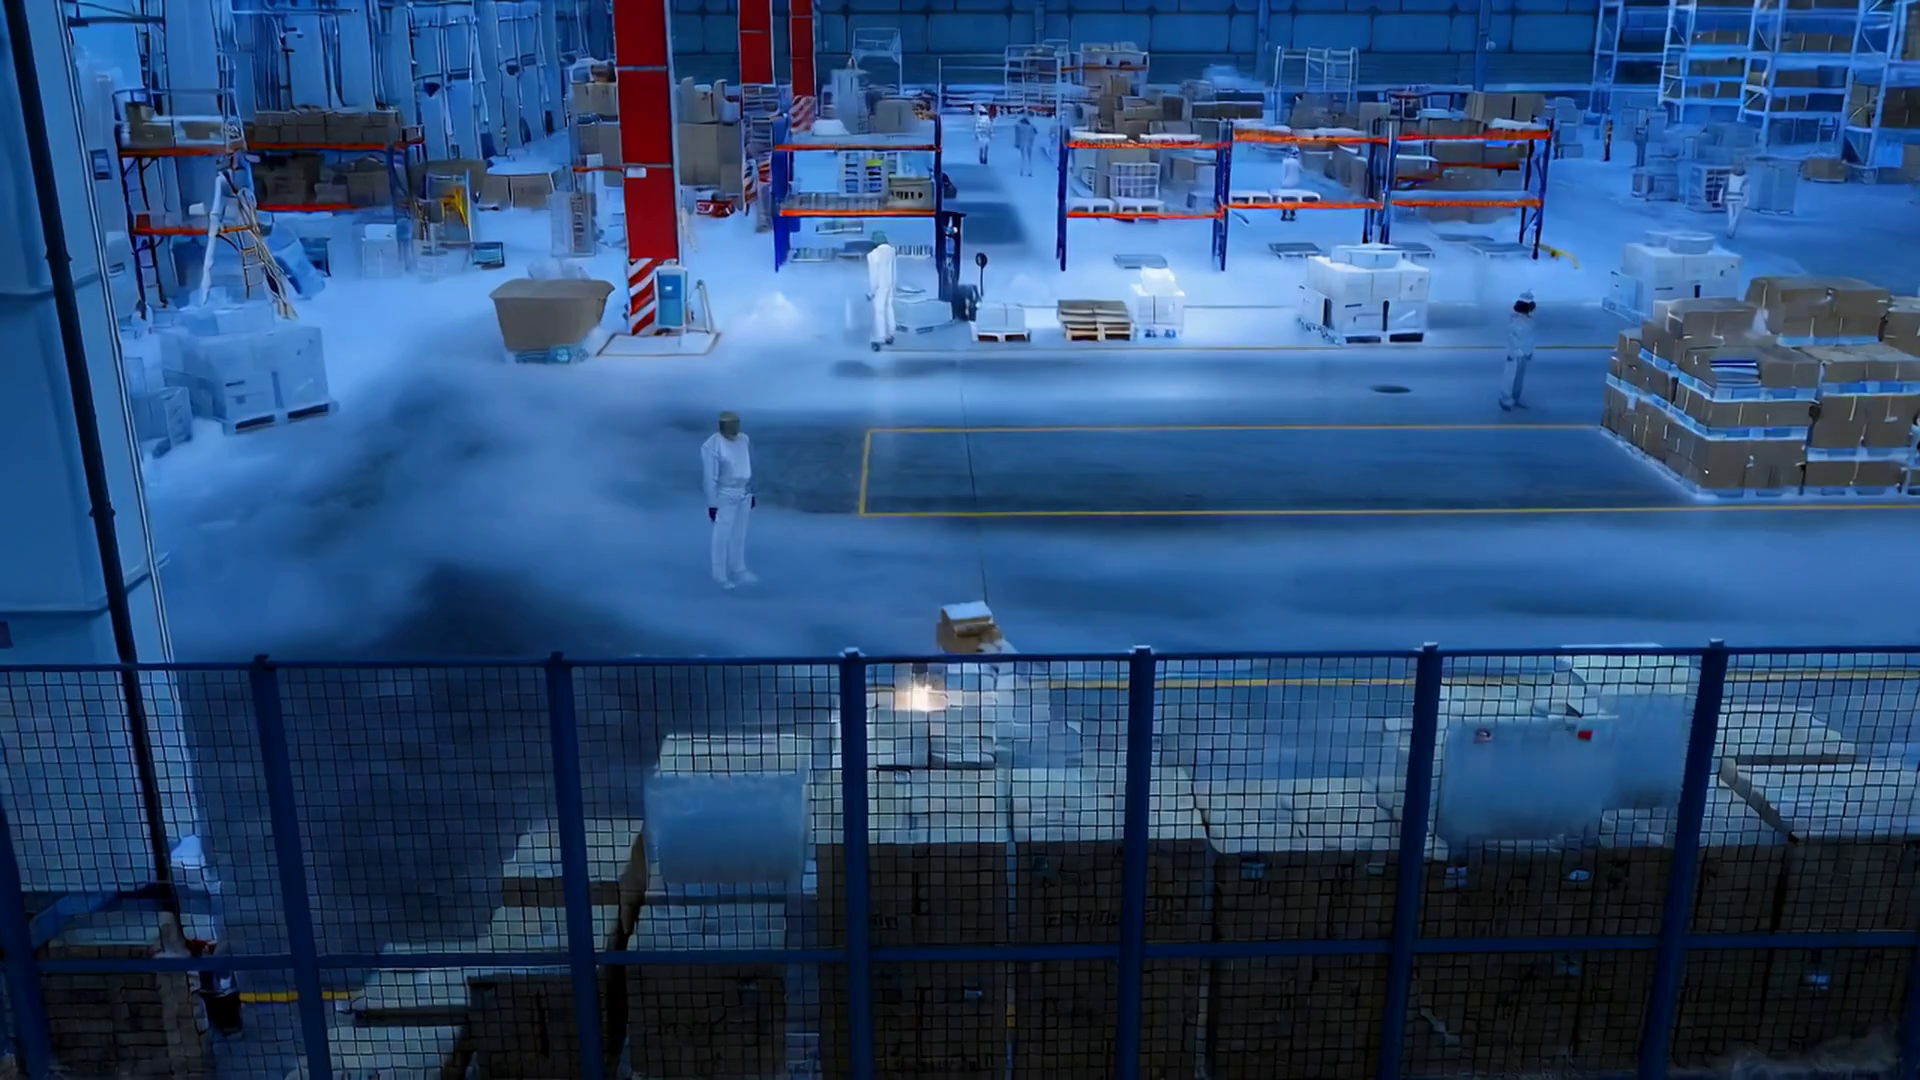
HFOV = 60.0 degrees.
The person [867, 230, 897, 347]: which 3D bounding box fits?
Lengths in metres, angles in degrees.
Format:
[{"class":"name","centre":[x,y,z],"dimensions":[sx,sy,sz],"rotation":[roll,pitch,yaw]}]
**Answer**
[{"class":"person","centre":[-1.310,-4.194,27.773],"dimensions":[0.372,1.935,0.627],"rotation":[15,24,38]}]

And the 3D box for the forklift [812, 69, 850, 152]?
[{"class":"forklift","centre":[-4.282,-15.366,59.455],"dimensions":[1.873,2.768,1.129],"rotation":[-10,21,-28]}]

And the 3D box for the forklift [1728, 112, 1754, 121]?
[{"class":"forklift","centre":[28.682,-15.409,59.582],"dimensions":[1.873,2.768,1.129],"rotation":[-1,19,-1]}]

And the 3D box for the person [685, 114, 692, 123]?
[{"class":"person","centre":[-8.920,-13.146,54.687],"dimensions":[0.319,1.698,0.538],"rotation":[3,19,10]}]

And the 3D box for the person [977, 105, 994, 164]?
[{"class":"person","centre":[0.880,-13.474,55.343],"dimensions":[0.546,1.914,0.724],"rotation":[-8,20,-23]}]

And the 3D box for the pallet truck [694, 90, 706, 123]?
[{"class":"pallet truck","centre":[-9.671,-15.907,62.421],"dimensions":[0.823,1.965,1.885],"rotation":[5,19,15]}]

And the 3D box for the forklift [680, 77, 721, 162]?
[{"class":"forklift","centre":[-8.944,-13.866,55.007],"dimensions":[1.873,2.768,1.129],"rotation":[-1,19,-1]}]

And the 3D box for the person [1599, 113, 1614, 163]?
[{"class":"person","centre":[21.785,-13.533,55.931],"dimensions":[0.307,1.641,0.513],"rotation":[1,19,3]}]

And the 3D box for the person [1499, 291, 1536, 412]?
[{"class":"person","centre":[7.940,-2.674,23.571],"dimensions":[0.482,1.735,0.336],"rotation":[-10,21,-26]}]

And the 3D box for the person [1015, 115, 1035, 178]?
[{"class":"person","centre":[2.025,-12.185,51.541],"dimensions":[0.641,1.890,0.998],"rotation":[-3,19,-10]}]

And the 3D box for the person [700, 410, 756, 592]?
[{"class":"person","centre":[-2.290,-0.411,16.695],"dimensions":[0.428,1.840,0.631],"rotation":[13,23,34]}]

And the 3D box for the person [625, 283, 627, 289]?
[{"class":"person","centre":[-6.231,-5.823,32.667],"dimensions":[0.569,1.888,0.957],"rotation":[10,21,28]}]

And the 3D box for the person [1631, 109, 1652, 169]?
[{"class":"person","centre":[22.140,-13.008,53.959],"dimensions":[0.397,1.911,0.587],"rotation":[-8,20,-23]}]

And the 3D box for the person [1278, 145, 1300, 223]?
[{"class":"person","centre":[8.302,-8.979,41.980],"dimensions":[0.621,1.924,0.388],"rotation":[-18,25,-42]}]

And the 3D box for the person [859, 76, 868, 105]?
[{"class":"person","centre":[-4.178,-19.106,72.038],"dimensions":[0.389,1.925,0.624],"rotation":[2,19,5]}]

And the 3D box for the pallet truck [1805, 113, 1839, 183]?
[{"class":"pallet truck","centre":[26.403,-11.957,50.702],"dimensions":[0.823,1.965,1.885],"rotation":[6,19,16]}]

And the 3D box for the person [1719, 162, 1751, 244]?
[{"class":"person","centre":[17.996,-7.840,38.697],"dimensions":[0.731,1.858,0.574],"rotation":[-17,25,-42]}]

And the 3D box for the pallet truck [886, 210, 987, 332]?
[{"class":"pallet truck","centre":[-0.493,-4.759,29.349],"dimensions":[1.885,1.965,0.823],"rotation":[-13,23,-34]}]
